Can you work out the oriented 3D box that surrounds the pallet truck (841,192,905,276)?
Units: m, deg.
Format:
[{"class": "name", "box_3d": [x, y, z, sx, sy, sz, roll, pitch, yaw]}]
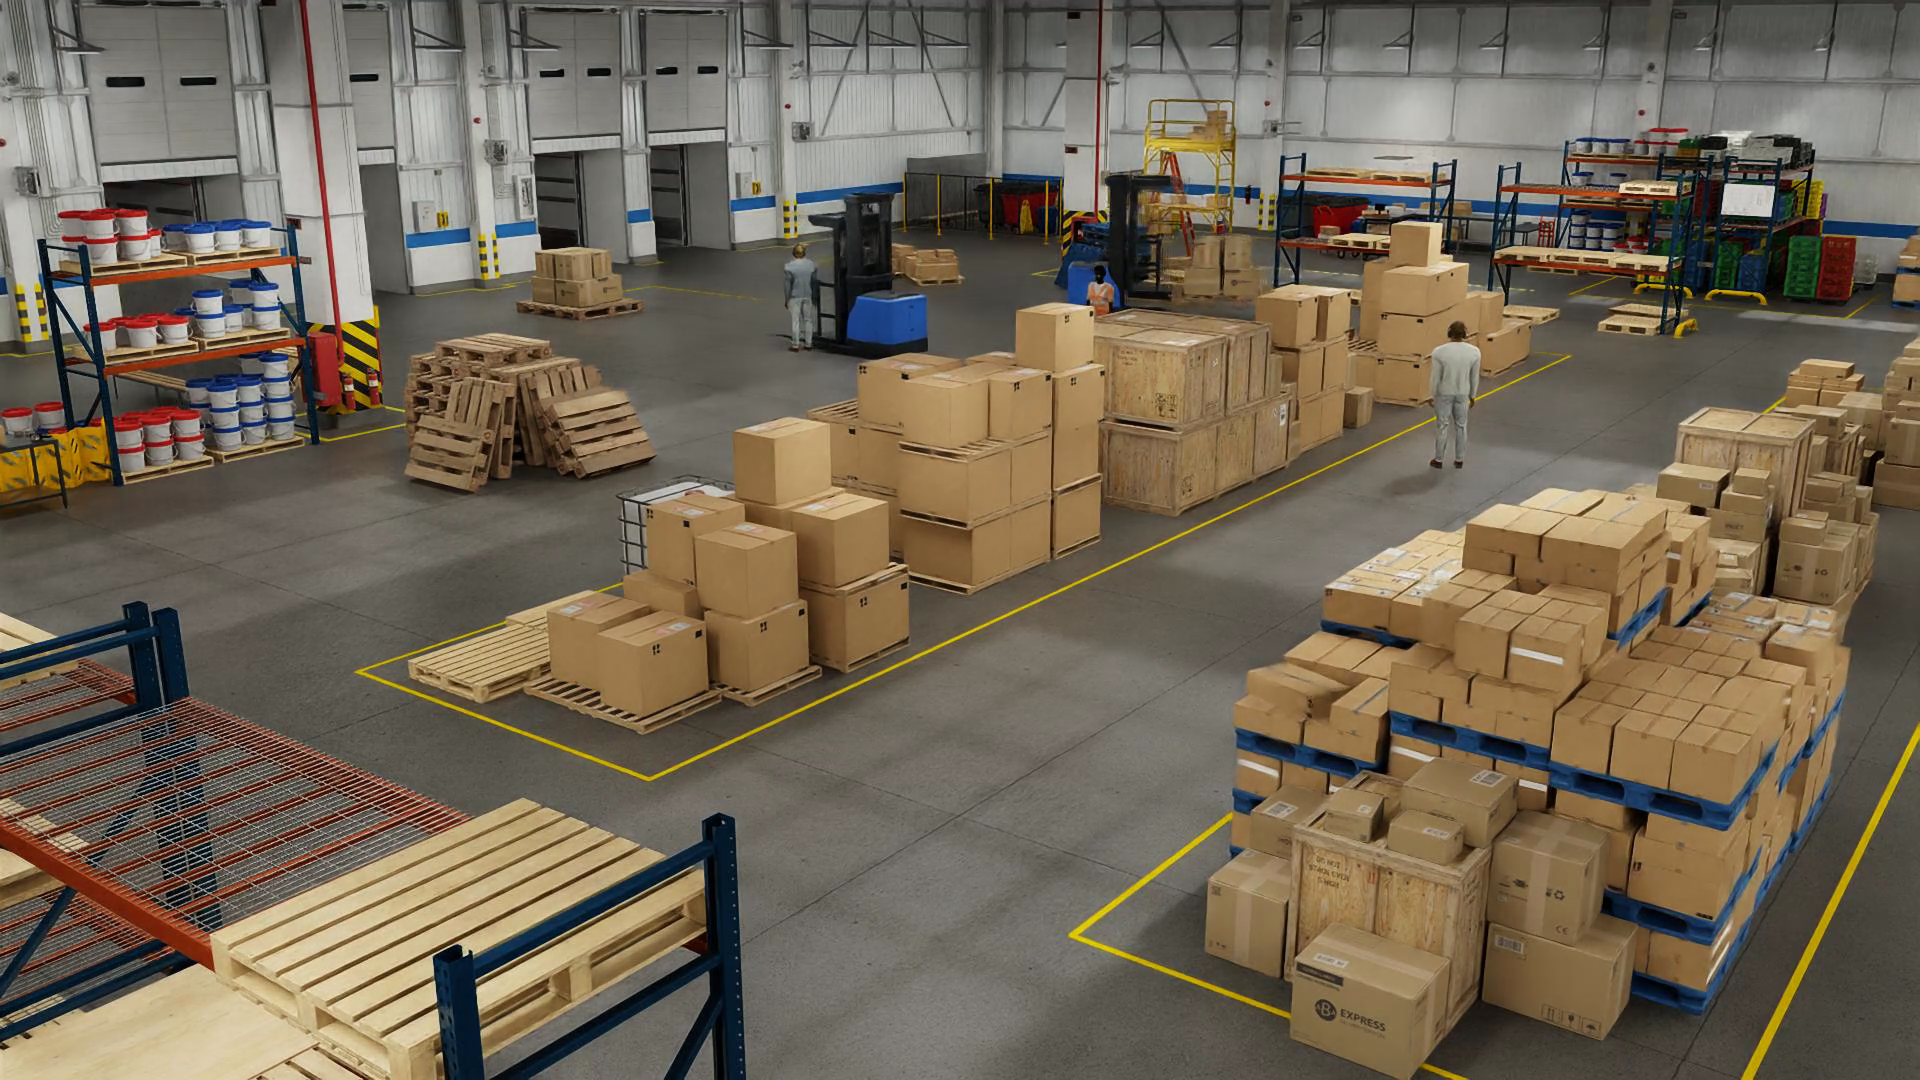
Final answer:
[{"class": "pallet truck", "box_3d": [-1.936, -7.159, 38.982, 1.885, 1.965, 0.823, -12, 21, -34]}]

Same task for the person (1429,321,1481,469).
[{"class": "person", "box_3d": [6.401, -1.881, 21.607, 0.632, 1.940, 0.372, 1, 17, 3]}]

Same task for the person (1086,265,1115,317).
[{"class": "person", "box_3d": [2.398, -3.881, 28.642, 0.537, 1.696, 0.318, 11, 20, 32]}]

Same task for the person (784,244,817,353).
[{"class": "person", "box_3d": [-2.840, -4.309, 29.675, 0.636, 1.928, 0.387, -9, 19, -29]}]

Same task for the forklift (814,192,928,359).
[{"class": "forklift", "box_3d": [-1.567, -4.713, 29.381, 1.873, 2.768, 1.129, 15, 22, 40]}]

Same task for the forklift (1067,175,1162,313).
[{"class": "forklift", "box_3d": [3.097, -5.808, 33.005, 1.873, 2.768, 1.129, 2, 17, 8]}]
